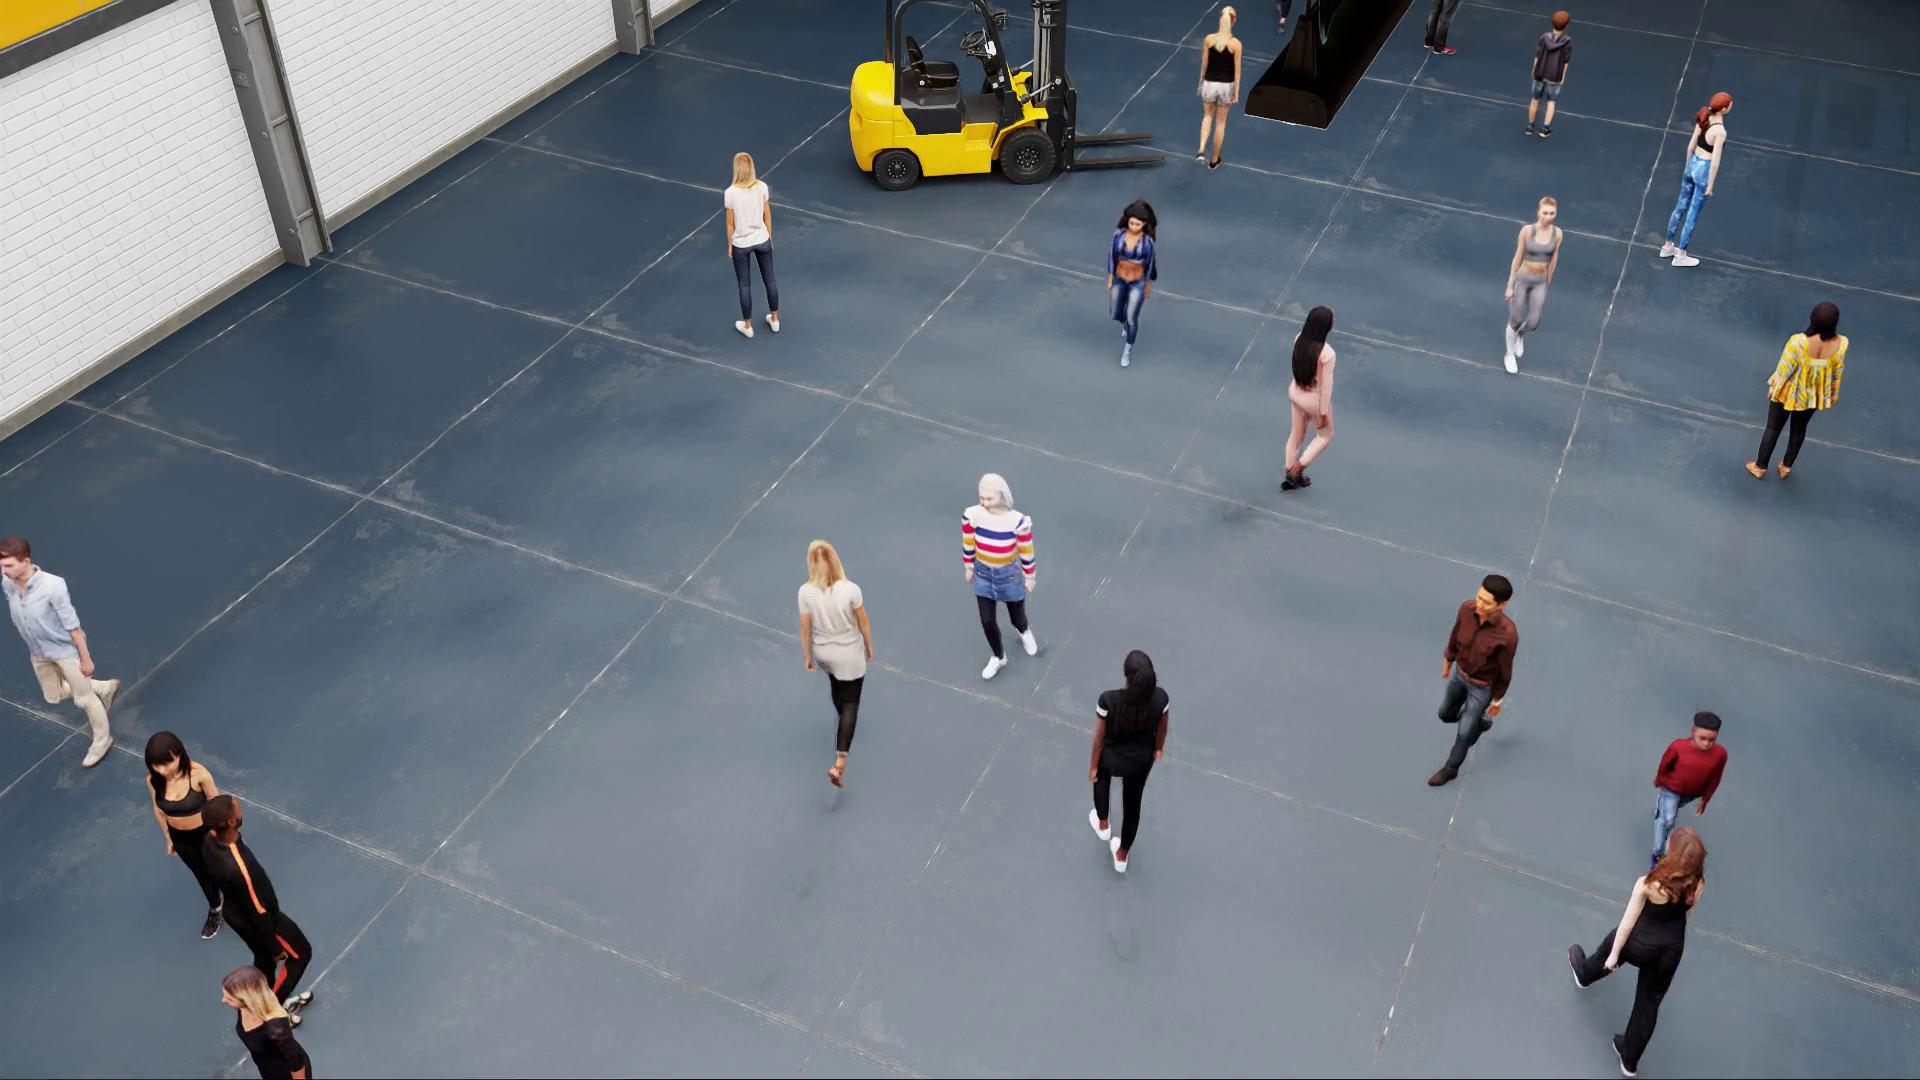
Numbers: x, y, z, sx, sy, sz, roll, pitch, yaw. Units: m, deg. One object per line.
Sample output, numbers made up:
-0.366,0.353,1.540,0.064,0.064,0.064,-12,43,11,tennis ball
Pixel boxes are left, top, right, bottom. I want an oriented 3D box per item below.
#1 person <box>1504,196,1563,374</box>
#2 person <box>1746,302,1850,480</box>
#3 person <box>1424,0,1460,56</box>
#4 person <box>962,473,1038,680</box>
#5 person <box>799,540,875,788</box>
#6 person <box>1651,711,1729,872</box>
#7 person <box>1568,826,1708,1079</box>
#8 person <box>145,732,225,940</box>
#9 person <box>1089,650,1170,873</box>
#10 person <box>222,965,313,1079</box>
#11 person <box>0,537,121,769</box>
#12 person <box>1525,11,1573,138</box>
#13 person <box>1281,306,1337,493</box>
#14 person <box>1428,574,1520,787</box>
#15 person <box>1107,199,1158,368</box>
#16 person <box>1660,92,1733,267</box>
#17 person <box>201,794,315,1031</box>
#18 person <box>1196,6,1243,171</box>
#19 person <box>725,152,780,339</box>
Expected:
5.095,-2.329,14.962,0.690,1.691,0.777,2,39,3,person
6.852,-1.208,13.586,0.844,1.655,0.889,1,39,1,person
6.094,-6.983,20.707,0.775,1.804,0.692,-9,40,-11,person
0.302,0.221,11.693,0.736,1.785,0.814,6,39,8,person
-0.804,0.824,10.932,0.873,1.793,1.172,4,39,5,person
4.584,1.496,10.541,0.653,1.231,0.970,7,39,8,person
3.820,2.306,9.141,0.933,1.712,1.149,-1,39,-1,person
-4.532,1.733,9.914,0.627,1.643,0.639,-3,39,-4,person
1.037,1.408,10.262,0.824,1.715,0.894,-3,39,-4,person
-3.494,2.744,8.622,0.609,1.675,0.571,30,47,32,person
-5.935,0.671,11.089,0.740,1.835,0.886,9,39,11,person
6.662,-5.279,18.852,0.547,1.446,0.544,19,43,23,person
2.742,-1.081,13.384,0.802,1.710,0.769,-19,42,-22,person
3.433,0.887,10.875,0.978,1.765,0.878,-24,44,-27,person
1.553,-2.347,15.053,0.634,1.605,0.722,14,41,17,person
7.307,-3.578,16.459,0.739,1.784,0.673,-10,40,-12,person
-4.002,2.158,9.264,0.780,1.791,0.792,30,48,32,person
2.767,-4.860,18.020,0.607,1.831,0.728,16,41,19,person
-1.919,-2.723,15.362,0.631,1.807,0.707,-16,41,-19,person
